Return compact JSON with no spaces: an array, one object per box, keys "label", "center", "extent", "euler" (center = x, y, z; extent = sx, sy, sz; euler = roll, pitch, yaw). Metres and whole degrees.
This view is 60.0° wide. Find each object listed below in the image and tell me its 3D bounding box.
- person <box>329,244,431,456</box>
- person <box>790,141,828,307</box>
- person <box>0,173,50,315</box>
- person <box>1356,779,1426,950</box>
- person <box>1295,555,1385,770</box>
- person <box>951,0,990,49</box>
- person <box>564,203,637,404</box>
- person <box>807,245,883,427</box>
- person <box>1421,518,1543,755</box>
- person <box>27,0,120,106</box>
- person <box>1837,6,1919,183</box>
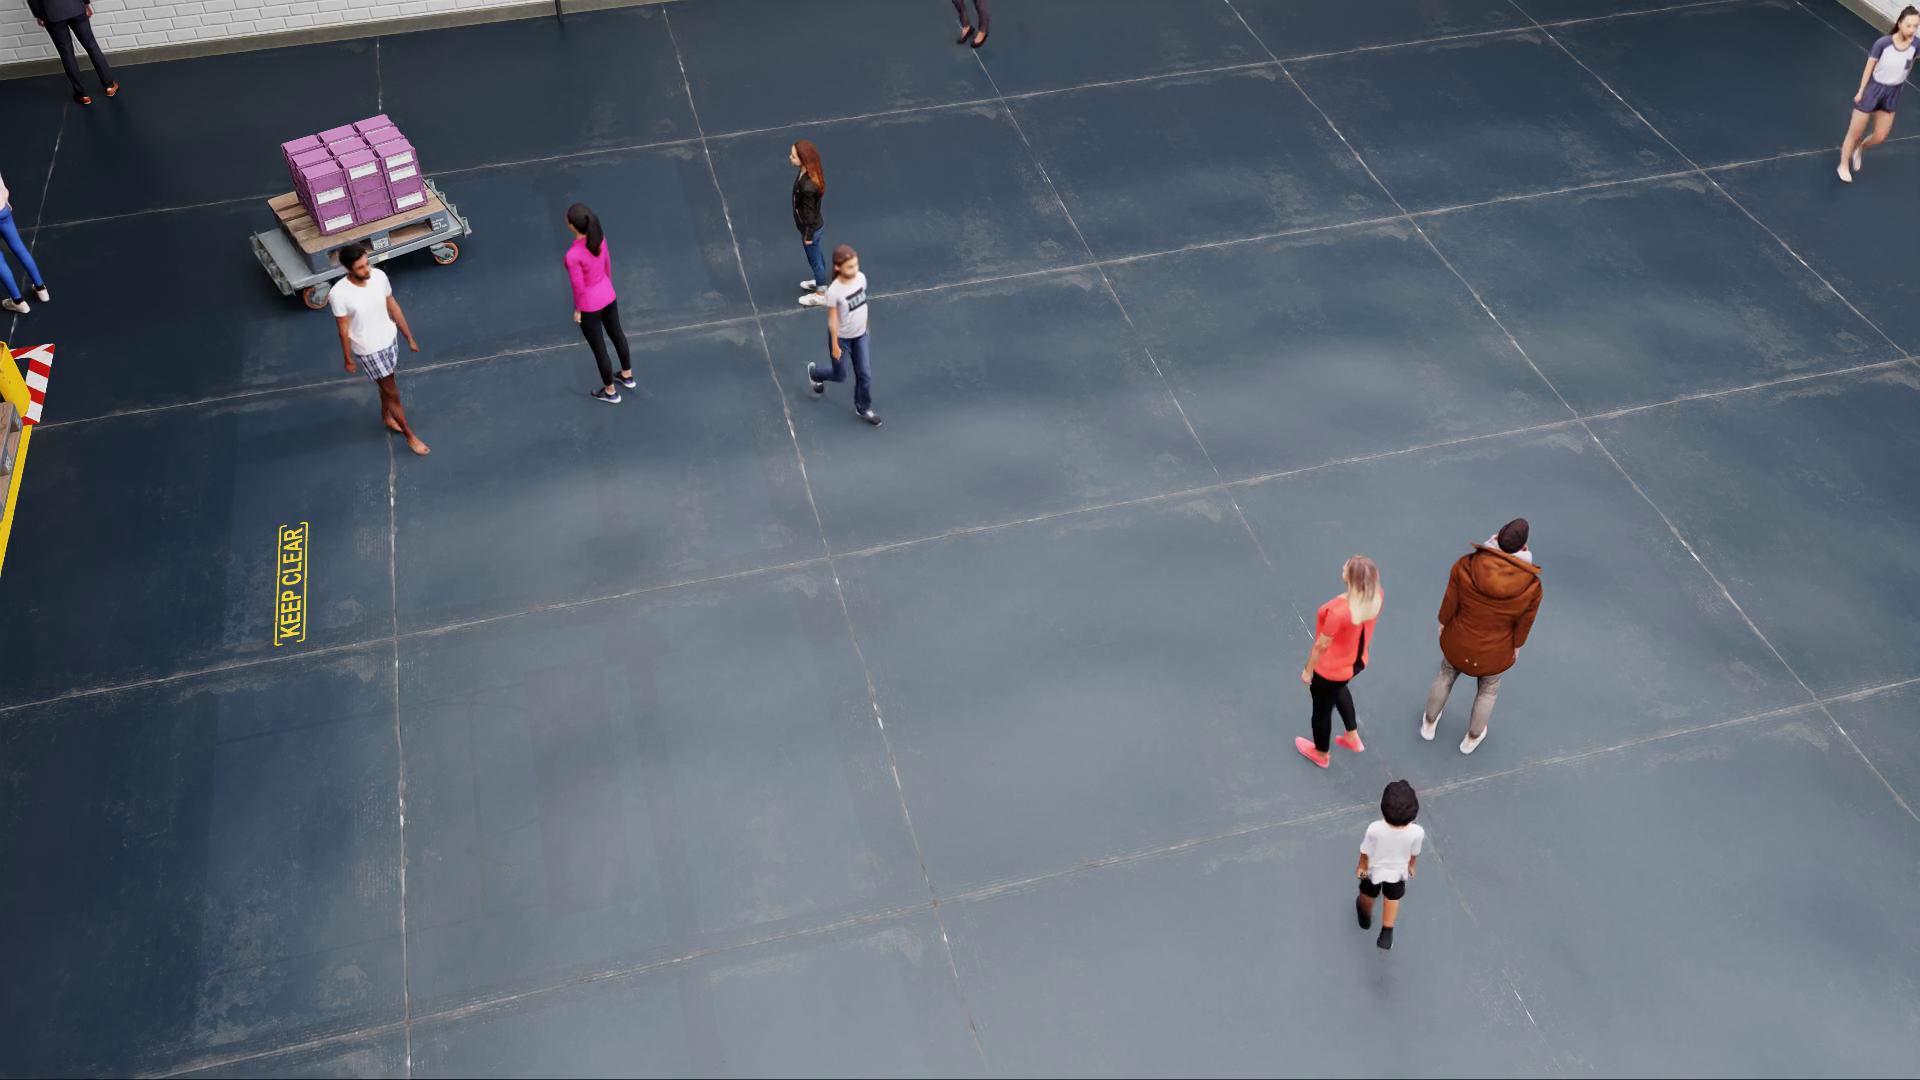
[{"label":"person","center":[-4.364,-1.467,12.255],"extent":[0.991,1.711,0.924],"euler":[23,48,22]},{"label":"person","center":[-1.214,-2.602,13.613],"extent":[0.629,1.481,0.480],"euler":[-5,44,-6]},{"label":"person","center":[-7.864,-2.632,13.436],"extent":[0.754,1.769,0.722],"euler":[27,50,26]},{"label":"person","center":[2.356,1.821,9.138],"extent":[0.626,1.251,0.749],"euler":[4,44,4]},{"label":"person","center":[2.330,0.785,9.911],"extent":[0.737,1.684,0.800],"euler":[-32,52,-29]},{"label":"person","center":[0.209,-5.763,16.804],"extent":[0.745,1.656,0.626],"euler":[-20,47,-20]},{"label":"person","center":[-2.753,-1.802,12.616],"extent":[0.745,1.698,0.684],"euler":[21,48,21]},{"label":"person","center":[-0.889,-1.572,12.484],"extent":[0.984,1.547,0.818],"euler":[33,53,30]},{"label":"person","center":[3.130,0.586,10.010],"extent":[0.836,1.836,0.886],"euler":[18,46,18]},{"label":"person","center":[-8.611,-5.081,15.967],"extent":[0.765,1.824,0.730],"euler":[-25,49,-24]},{"label":"person","center":[8.248,-4.037,15.006],"extent":[0.691,1.638,0.715],"euler":[3,44,3]}]
